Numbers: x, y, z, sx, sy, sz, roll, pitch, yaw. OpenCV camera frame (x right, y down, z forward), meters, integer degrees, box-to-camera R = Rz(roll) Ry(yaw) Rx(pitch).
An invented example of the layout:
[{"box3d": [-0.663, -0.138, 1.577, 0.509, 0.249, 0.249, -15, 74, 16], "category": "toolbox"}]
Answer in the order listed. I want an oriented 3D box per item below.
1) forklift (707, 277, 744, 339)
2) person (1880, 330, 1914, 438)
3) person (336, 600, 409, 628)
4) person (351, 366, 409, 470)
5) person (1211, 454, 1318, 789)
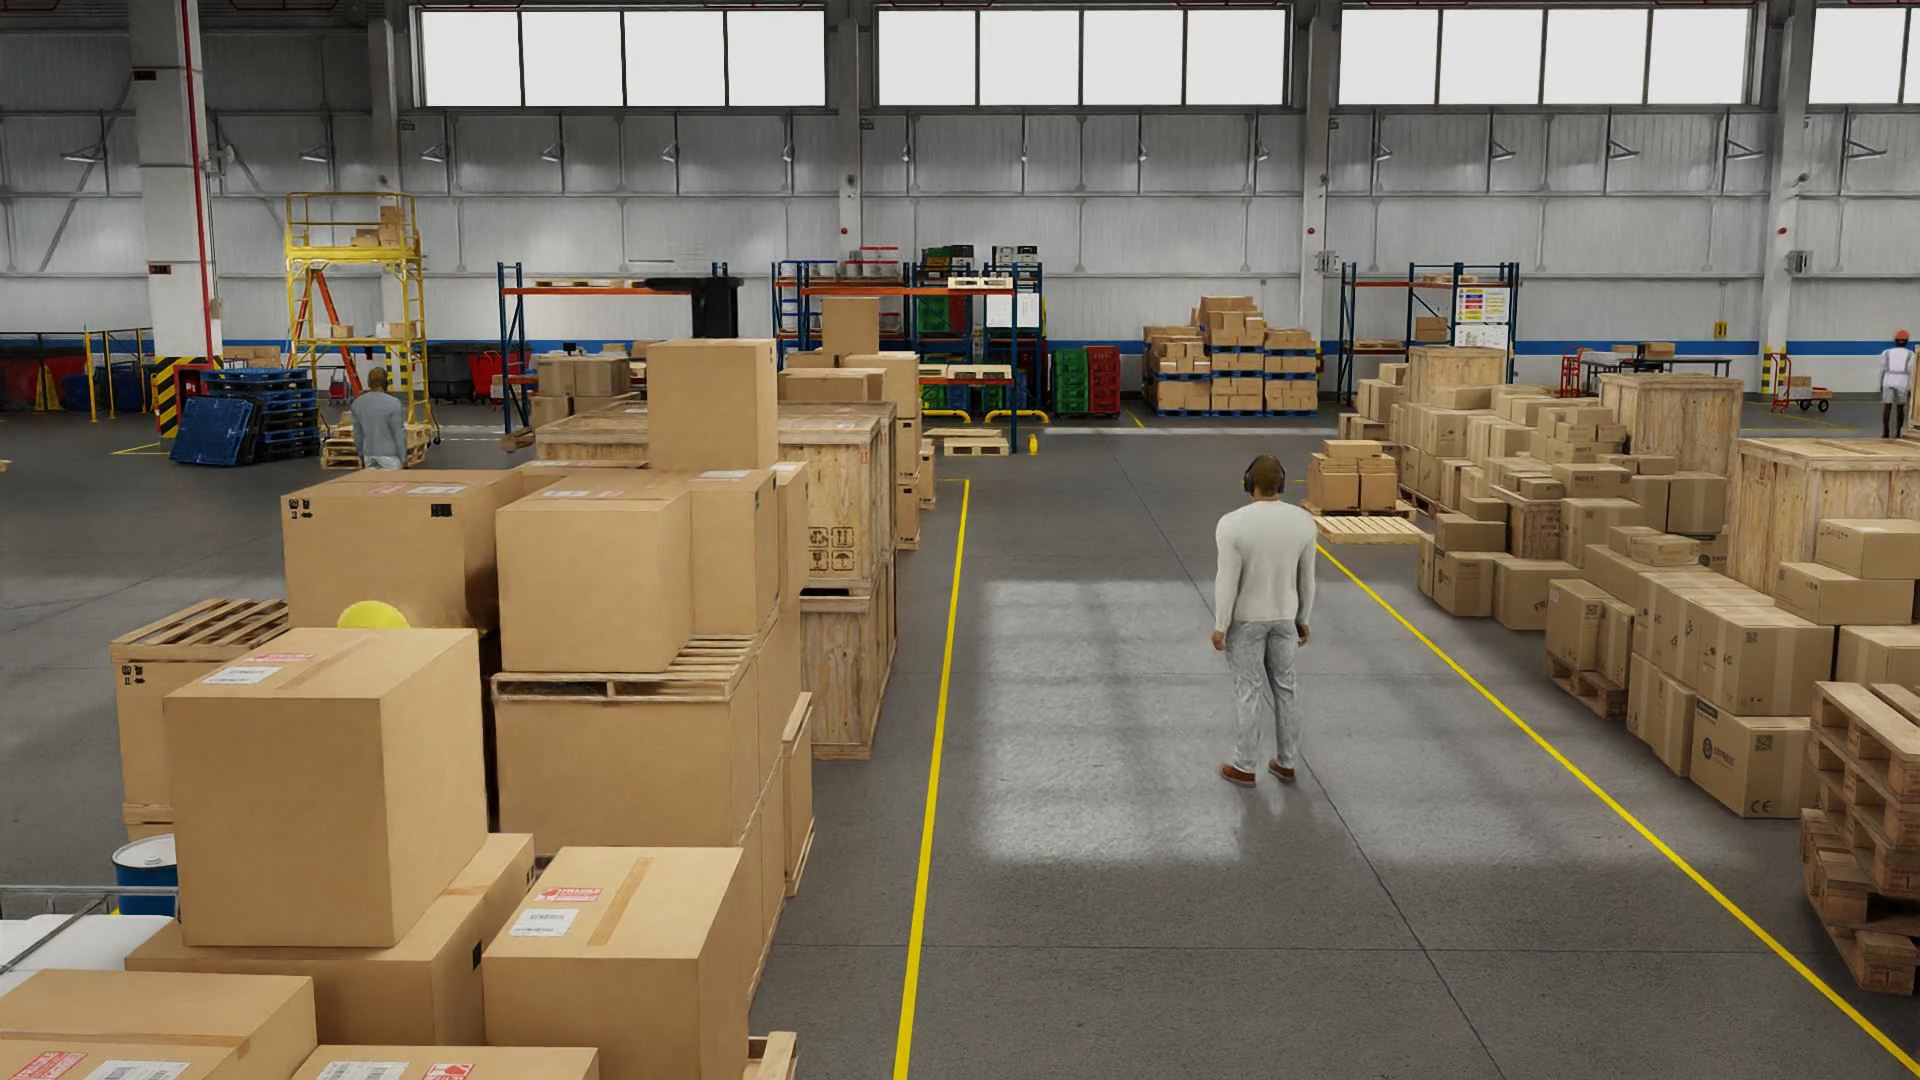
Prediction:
[{"box3d": [-3.378, -2.405, 24.039, 1.873, 2.768, 1.129, 0, 9, 1], "category": "forklift"}, {"box3d": [16.097, -2.664, 28.584, 0.546, 1.892, 0.981, 6, 11, 33], "category": "person"}, {"box3d": [-2.027, 1.141, 5.764, 0.943, 1.880, 0.611, 0, 9, 3], "category": "person"}, {"box3d": [-6.133, -0.871, 17.668, 0.632, 1.940, 0.372, 3, 10, 16], "category": "person"}, {"box3d": [1.753, 0.470, 9.634, 0.635, 1.937, 0.354, -3, 10, -17], "category": "person"}]
